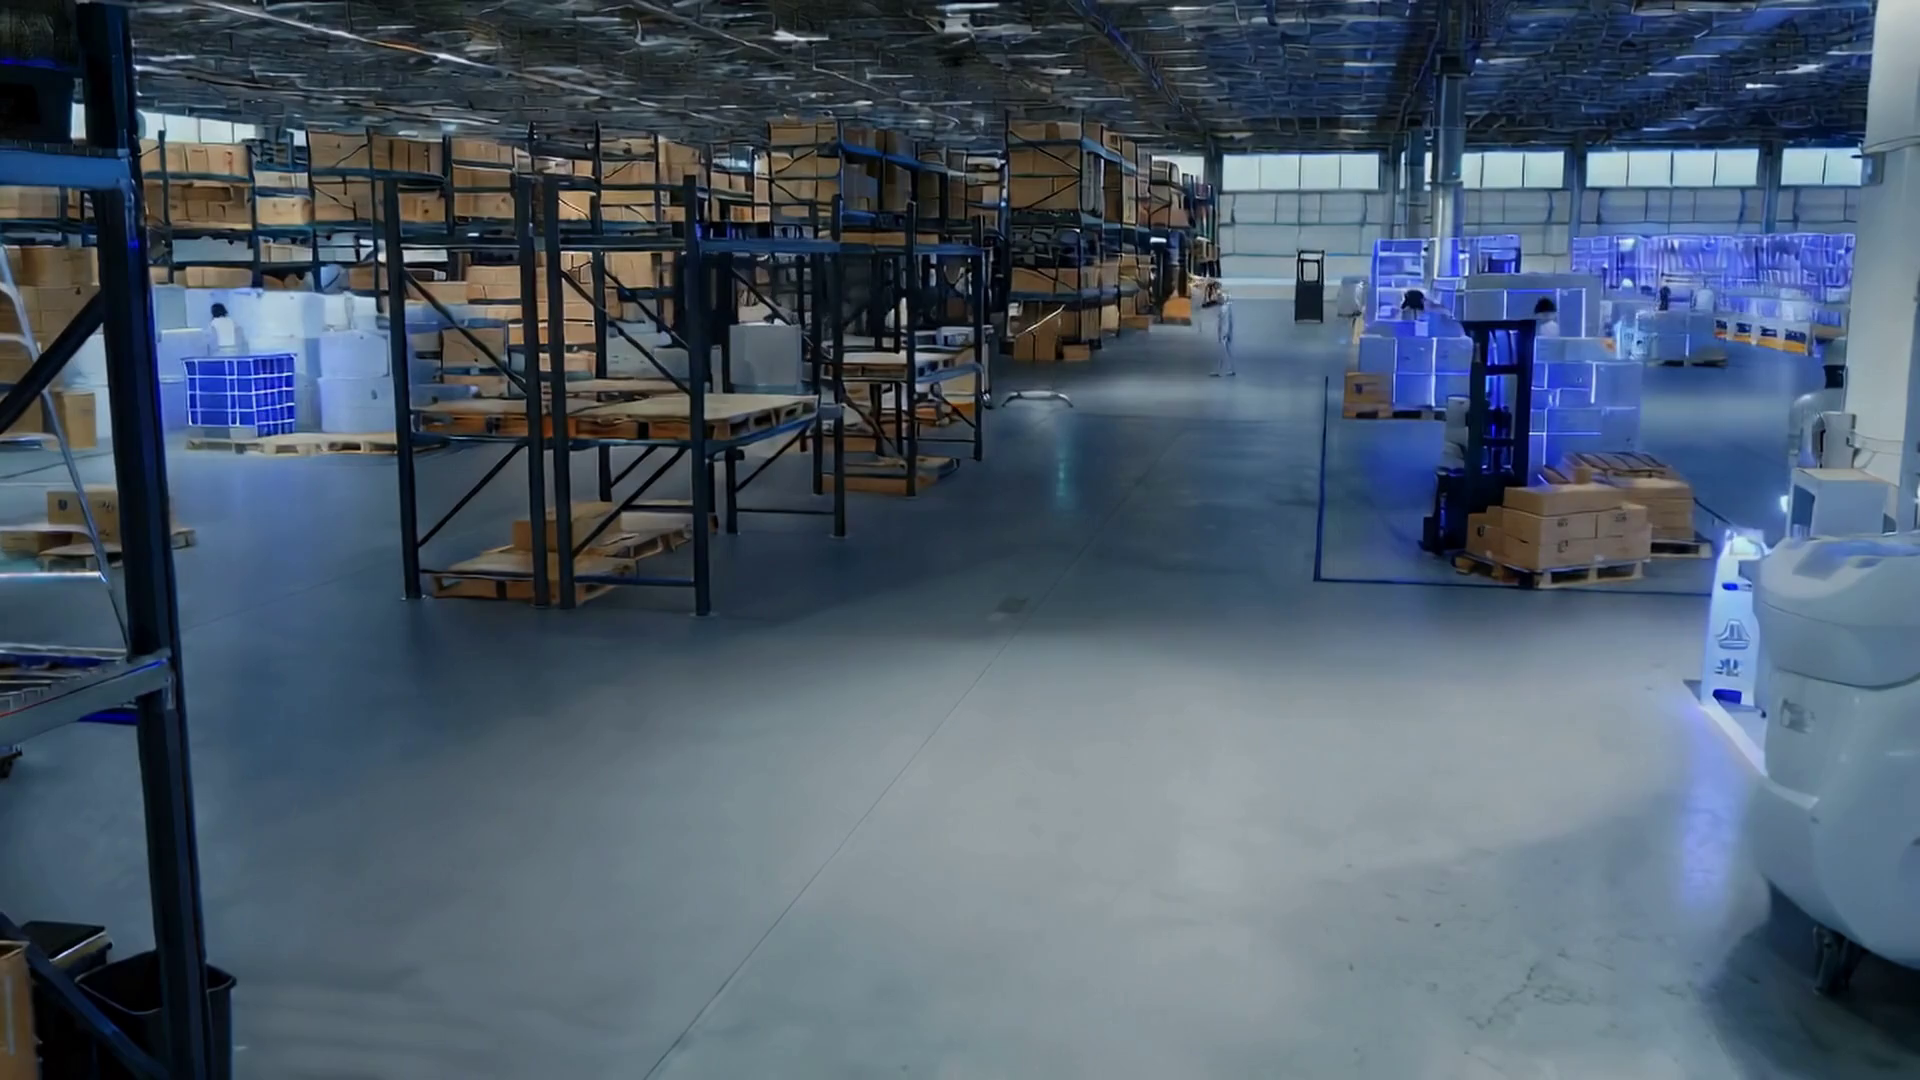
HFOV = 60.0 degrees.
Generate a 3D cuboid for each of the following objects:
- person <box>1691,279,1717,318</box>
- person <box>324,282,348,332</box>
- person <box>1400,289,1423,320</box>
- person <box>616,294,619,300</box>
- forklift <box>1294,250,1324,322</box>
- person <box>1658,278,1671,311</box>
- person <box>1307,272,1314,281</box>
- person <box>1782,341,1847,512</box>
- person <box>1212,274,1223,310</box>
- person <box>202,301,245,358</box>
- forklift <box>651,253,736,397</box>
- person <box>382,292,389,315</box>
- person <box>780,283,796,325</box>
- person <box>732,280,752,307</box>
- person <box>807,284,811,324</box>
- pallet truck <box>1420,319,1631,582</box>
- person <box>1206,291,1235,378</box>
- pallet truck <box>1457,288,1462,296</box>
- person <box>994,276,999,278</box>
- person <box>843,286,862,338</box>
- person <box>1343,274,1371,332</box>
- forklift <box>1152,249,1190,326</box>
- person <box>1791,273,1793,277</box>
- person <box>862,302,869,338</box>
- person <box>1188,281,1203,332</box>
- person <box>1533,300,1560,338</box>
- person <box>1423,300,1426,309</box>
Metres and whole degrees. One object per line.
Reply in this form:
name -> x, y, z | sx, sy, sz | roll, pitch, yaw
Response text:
person -> 21.741, -6.661, 48.604 | 0.680, 1.872, 0.863 | 3, 10, 20
person -> -14.447, -4.968, 38.413 | 0.630, 1.940, 0.373 | -2, 10, -9
person -> 7.833, -3.374, 28.906 | 0.379, 1.964, 0.627 | 6, 11, 30
person -> -8.457, -5.245, 40.961 | 0.527, 1.630, 0.314 | 0, 10, 1
forklift -> 13.778, -10.002, 65.433 | 1.129, 2.768, 1.873 | 2, 10, 12
person -> 24.588, -8.229, 58.090 | 0.403, 1.816, 0.606 | 6, 11, 31
person -> 19.176, -13.769, 91.068 | 0.329, 1.751, 0.570 | 3, 10, 16
person -> 5.863, -0.371, 11.220 | 0.587, 1.927, 0.367 | 2, 10, 9
person -> 12.521, -12.006, 80.669 | 0.534, 1.751, 0.628 | 3, 10, 17
person -> -11.473, -2.806, 25.927 | 0.482, 1.829, 0.649 | 9, 13, 44
forklift -> -4.235, -3.528, 27.096 | 1.129, 2.768, 1.873 | 2, 10, 12
person -> -13.606, -5.049, 39.601 | 0.318, 1.698, 0.535 | -4, 10, -23
person -> -5.896, -7.865, 56.338 | 0.714, 1.666, 0.550 | -5, 11, -28
person -> -5.949, -6.139, 45.343 | 0.552, 1.935, 0.366 | 2, 10, 13
person -> -5.655, -9.156, 64.144 | 0.497, 1.626, 0.287 | 0, 10, -2
pallet truck -> 4.543, -0.757, 13.299 | 0.823, 1.965, 1.885 | -4, 10, -22
person -> 5.463, -4.305, 34.860 | 0.775, 1.823, 0.565 | -2, 10, -13
pallet truck -> 20.506, -9.785, 68.819 | 0.653, 1.274, 1.630 | 2, 10, 12
person -> 2.157, -14.224, 93.647 | 0.606, 1.781, 0.915 | -4, 10, -21
person -> -2.558, -4.777, 37.510 | 0.986, 1.864, 0.593 | 7, 12, 35
person -> 13.609, -8.074, 56.695 | 1.093, 1.986, 0.622 | 2, 10, 14
forklift -> 7.646, -9.320, 61.395 | 1.873, 2.768, 1.129 | 2, 10, 11
person -> 39.857, -11.879, 79.642 | 0.589, 1.834, 0.403 | -4, 10, -21
person -> -1.907, -4.156, 34.607 | 0.865, 1.590, 0.528 | -2, 10, -11
person -> 7.975, -7.904, 56.340 | 0.534, 1.747, 0.649 | -3, 10, -18
person -> 8.323, -2.488, 23.866 | 1.012, 1.882, 0.557 | 7, 12, 37
person -> 15.821, -7.803, 56.130 | 0.279, 1.624, 0.494 | -7, 12, -35
